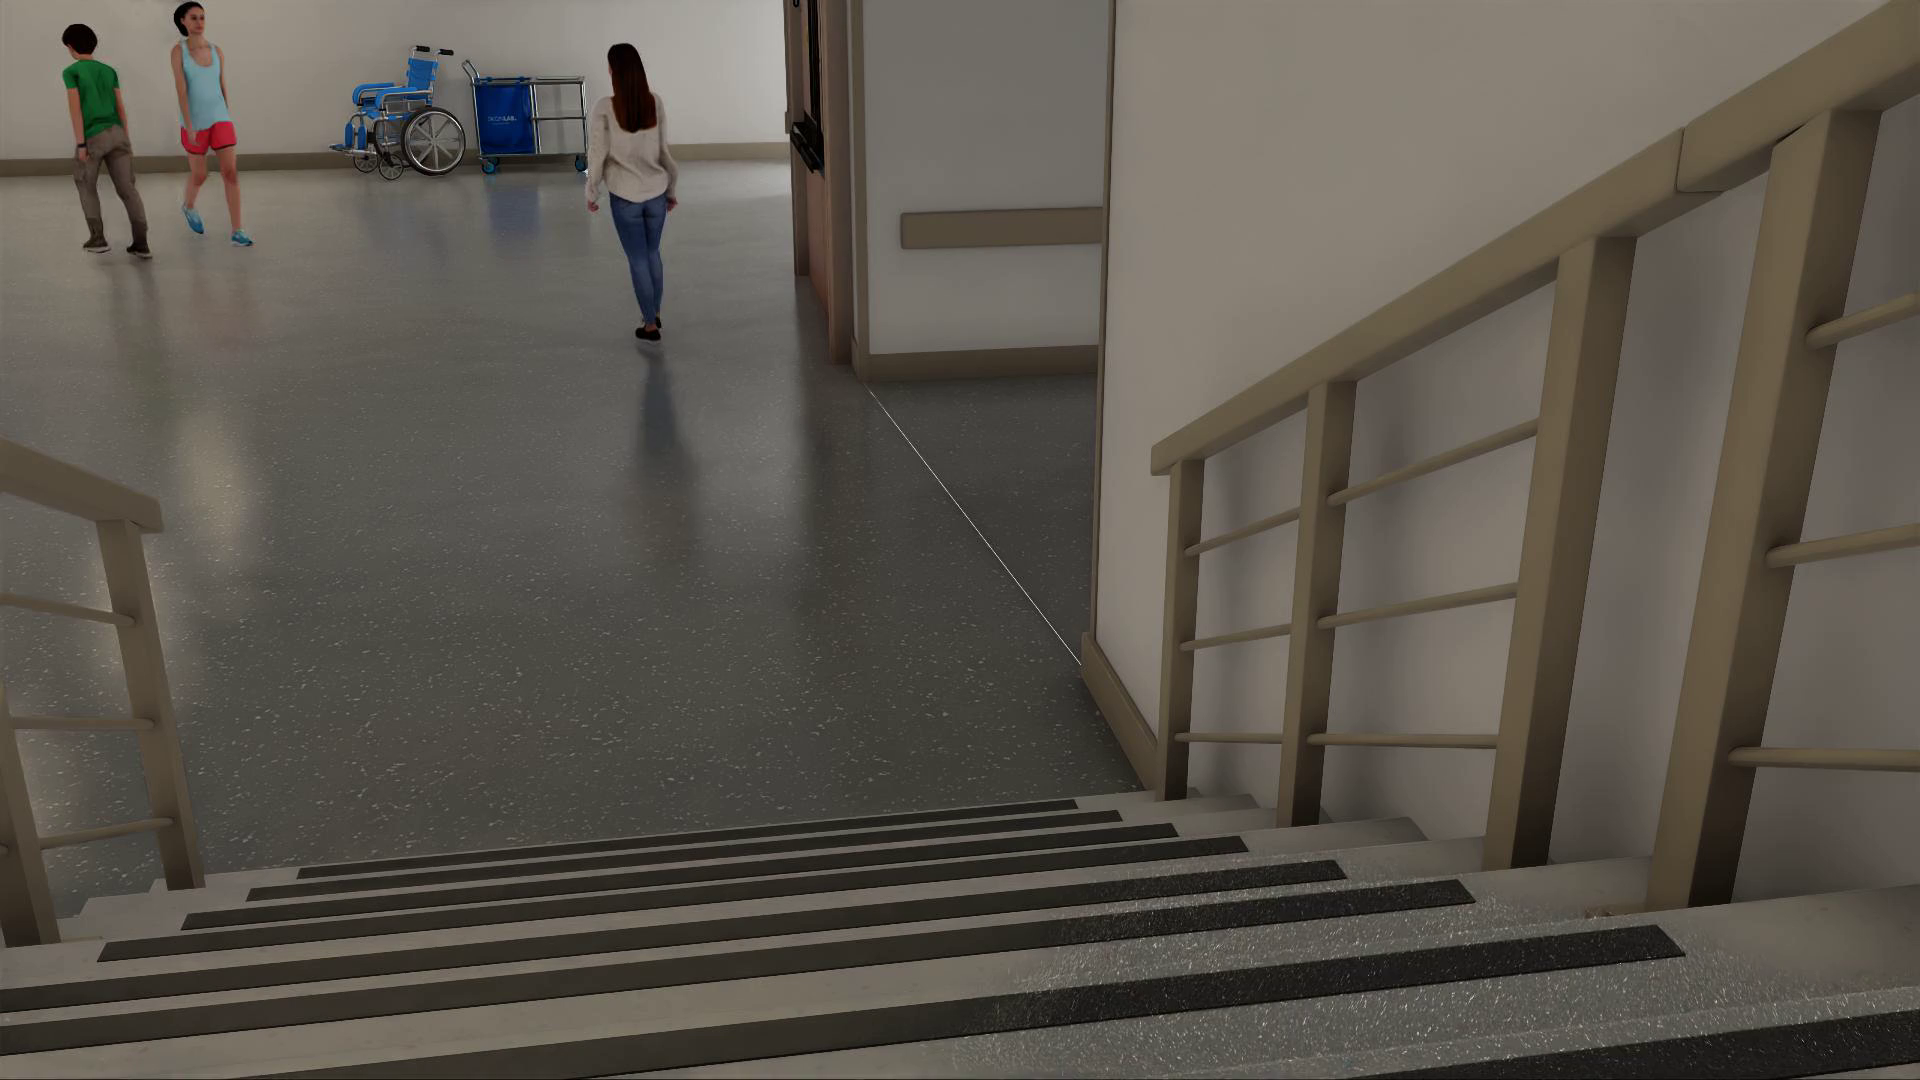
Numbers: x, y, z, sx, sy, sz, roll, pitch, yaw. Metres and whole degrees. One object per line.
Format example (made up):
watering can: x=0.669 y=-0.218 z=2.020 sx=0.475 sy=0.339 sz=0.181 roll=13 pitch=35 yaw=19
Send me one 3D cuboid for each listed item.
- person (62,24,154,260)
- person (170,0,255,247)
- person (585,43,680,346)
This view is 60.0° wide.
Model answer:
person: x=-6.067 y=-2.811 z=11.845 sx=0.958 sy=1.618 sz=0.904 roll=13 pitch=25 yaw=32
person: x=-5.610 y=-3.043 z=12.286 sx=1.157 sy=1.739 sz=0.991 roll=19 pitch=28 yaw=40
person: x=-1.800 y=-1.933 z=9.439 sx=0.777 sy=1.680 sz=0.839 roll=-12 pitch=24 yaw=-29
